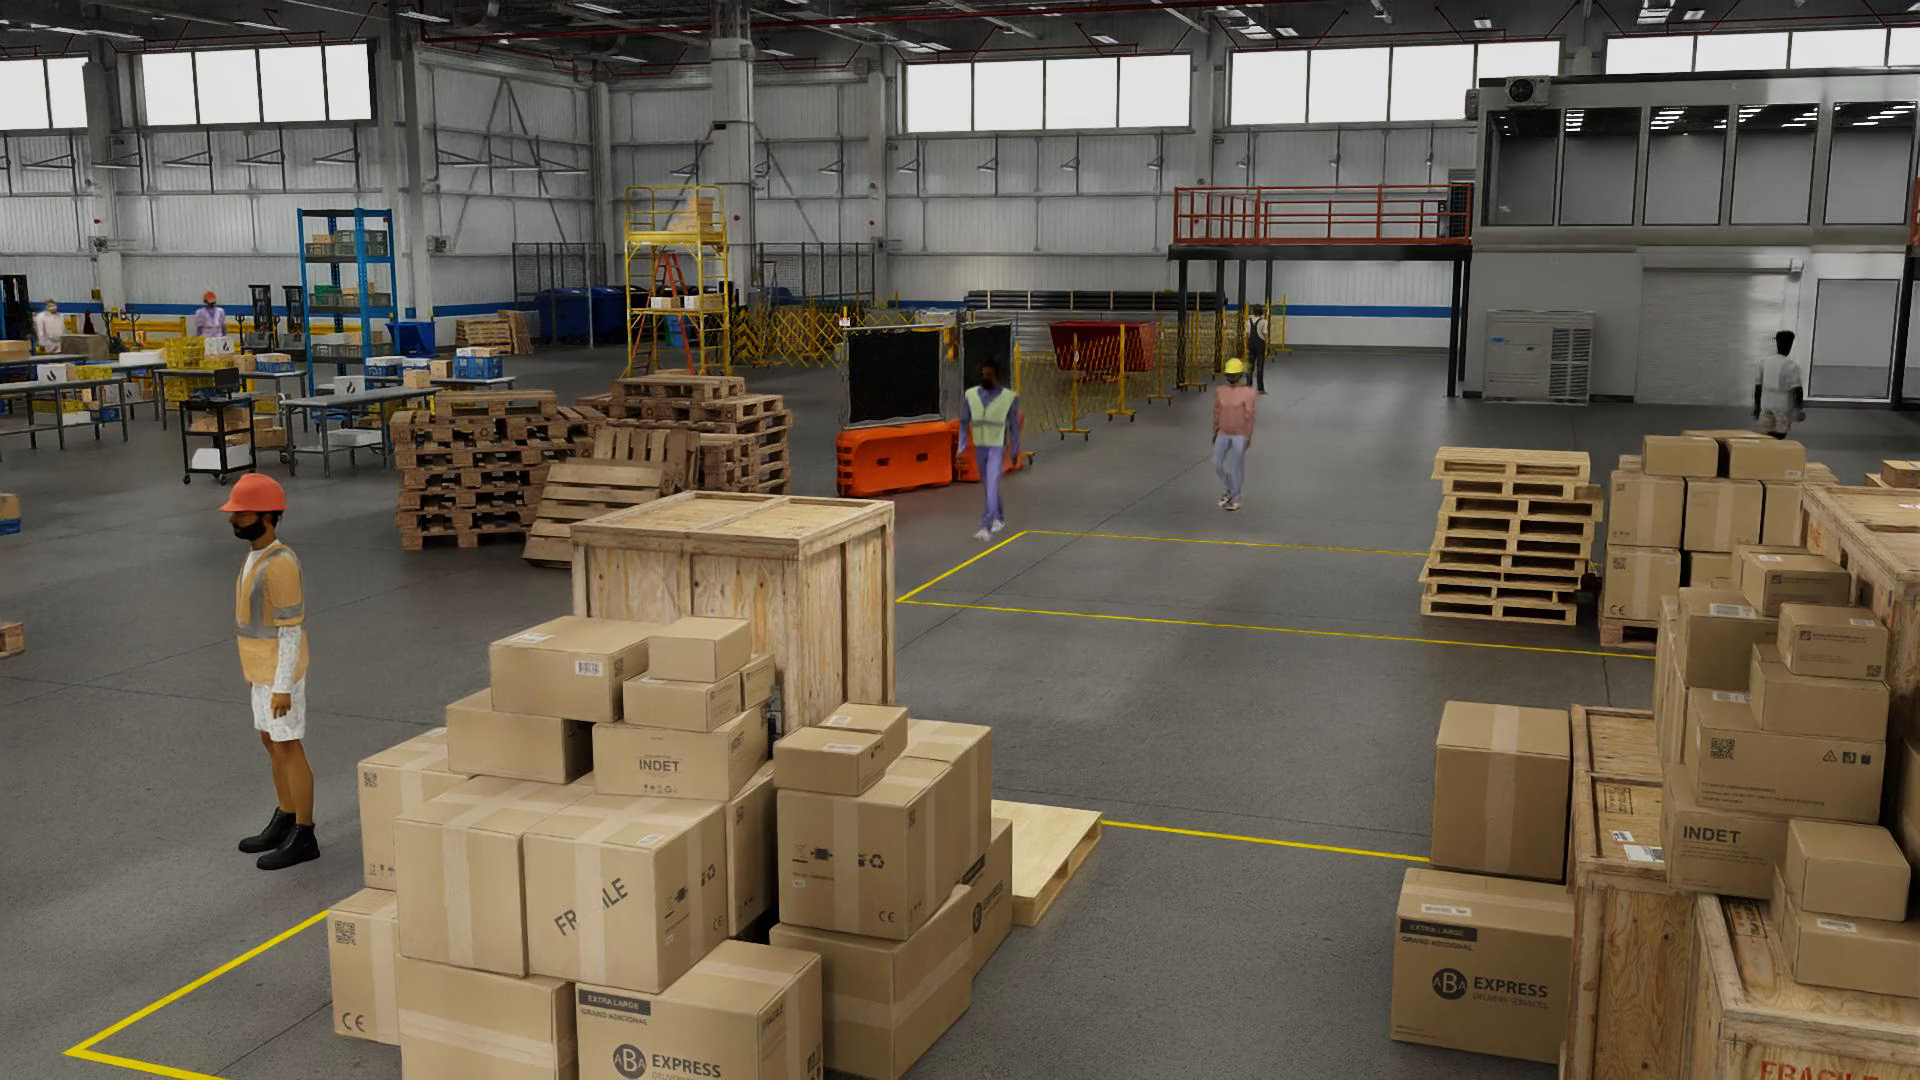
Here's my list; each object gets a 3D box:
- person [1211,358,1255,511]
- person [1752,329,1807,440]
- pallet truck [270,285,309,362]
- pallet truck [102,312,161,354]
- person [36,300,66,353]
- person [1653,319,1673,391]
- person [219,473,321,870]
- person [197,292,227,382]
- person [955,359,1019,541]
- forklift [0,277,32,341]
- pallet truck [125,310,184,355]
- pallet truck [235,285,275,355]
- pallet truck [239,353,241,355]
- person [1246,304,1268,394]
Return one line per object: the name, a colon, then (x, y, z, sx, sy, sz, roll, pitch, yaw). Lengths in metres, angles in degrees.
person: (3.107, -1.205, 19.013, 0.550, 1.751, 0.368, 8, 13, 37)
person: (10.590, -1.735, 21.454, 0.465, 1.949, 0.624, -4, 11, -22)
pallet truck: (-17.147, -5.700, 43.663, 0.823, 1.965, 1.885, 3, 11, 17)
pallet truck: (-23.057, -5.777, 46.261, 0.680, 1.201, 1.601, 3, 11, 19)
person: (-19.696, -4.277, 36.067, 0.997, 1.861, 0.659, 7, 12, 34)
person: (14.328, -3.900, 33.797, 0.643, 1.899, 0.395, 0, 10, -2)
person: (-3.380, 0.635, 8.142, 0.347, 1.942, 0.548, -7, 13, -36)
person: (-16.440, -4.455, 36.651, 0.638, 1.990, 1.032, -8, 13, -37)
person: (0.309, -0.955, 17.331, 0.598, 1.867, 0.996, 5, 11, 25)
forklift: (-27.151, -6.329, 46.328, 1.157, 1.987, 2.680, 3, 11, 17)
pallet truck: (-22.038, -5.665, 45.457, 0.704, 1.261, 1.522, 3, 11, 17)
pallet truck: (-18.327, -5.835, 44.421, 0.823, 1.965, 1.885, 4, 11, 23)
pallet truck: (-19.537, -5.575, 44.913, 0.653, 1.274, 1.630, 3, 11, 19)
person: (6.056, -3.887, 33.884, 0.506, 1.846, 0.345, 8, 13, 38)
